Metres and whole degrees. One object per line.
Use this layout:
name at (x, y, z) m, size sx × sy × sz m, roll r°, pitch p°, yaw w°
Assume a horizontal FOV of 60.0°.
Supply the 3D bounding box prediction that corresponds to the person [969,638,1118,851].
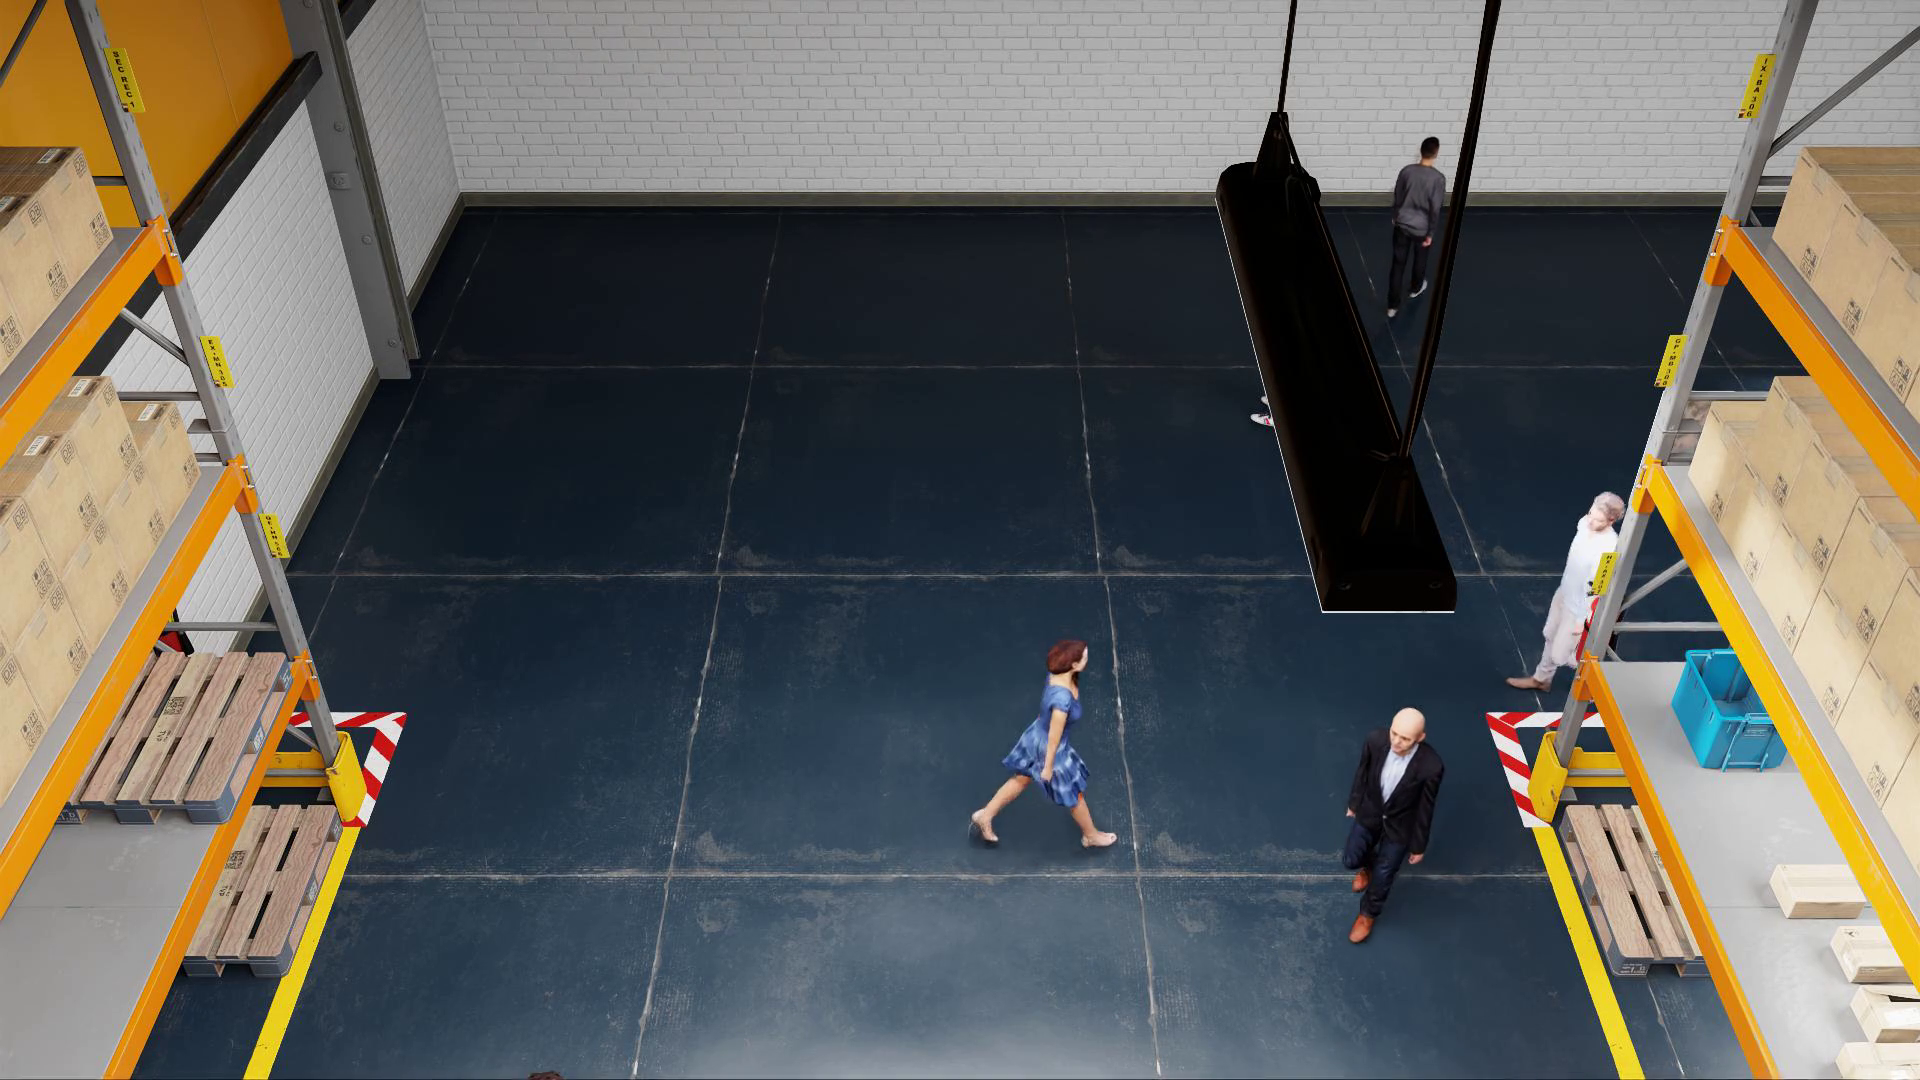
person at (0.465, 1.323, 10.262) m, size 0.778 × 1.755 × 1.131 m, roll -1°, pitch 39°, yaw -1°

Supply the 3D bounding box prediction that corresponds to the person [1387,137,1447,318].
person at (4.215, -2.890, 15.552) m, size 0.868 × 1.737 × 1.042 m, roll 16°, pitch 41°, yaw 19°

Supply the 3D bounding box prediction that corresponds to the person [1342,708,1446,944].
person at (2.584, 1.618, 9.866) m, size 0.920 × 1.788 × 0.987 m, roll 25°, pitch 45°, yaw 28°

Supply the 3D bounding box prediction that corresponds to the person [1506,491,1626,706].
person at (4.278, 0.436, 11.276) m, size 0.737 × 1.876 × 0.832 m, roll 2°, pitch 39°, yaw 2°
